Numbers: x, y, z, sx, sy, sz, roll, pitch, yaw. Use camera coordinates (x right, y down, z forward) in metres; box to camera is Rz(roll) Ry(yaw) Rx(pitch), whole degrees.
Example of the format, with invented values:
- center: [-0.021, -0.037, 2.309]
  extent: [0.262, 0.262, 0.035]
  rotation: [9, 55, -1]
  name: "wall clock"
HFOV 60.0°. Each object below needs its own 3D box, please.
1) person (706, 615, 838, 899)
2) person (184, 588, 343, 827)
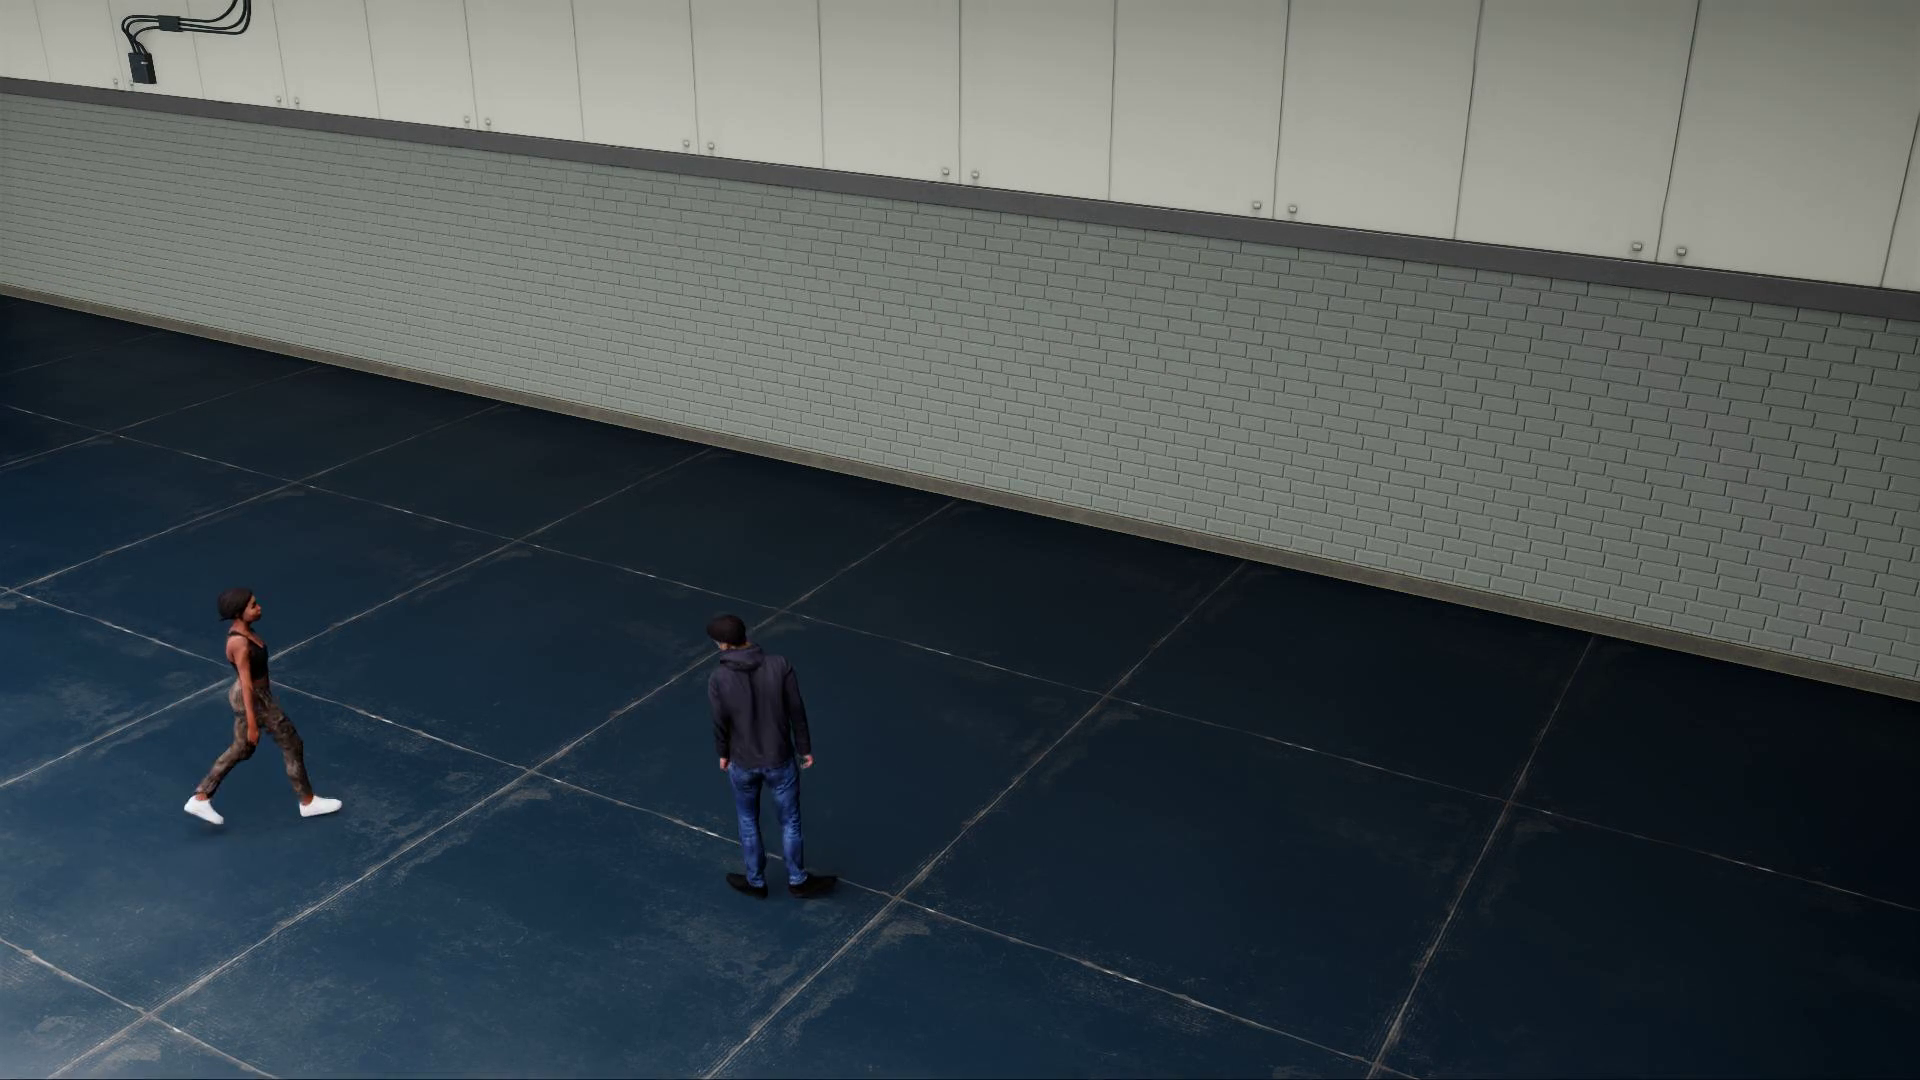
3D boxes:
- center: [-1.116, 1.315, 9.898]
  extent: [0.916, 1.853, 0.922]
  rotation: [1, 23, 2]
  name: "person"
- center: [-4.606, 1.103, 10.636]
  extent: [1.207, 1.665, 1.049]
  rotation: [-9, 25, -21]
  name: "person"
